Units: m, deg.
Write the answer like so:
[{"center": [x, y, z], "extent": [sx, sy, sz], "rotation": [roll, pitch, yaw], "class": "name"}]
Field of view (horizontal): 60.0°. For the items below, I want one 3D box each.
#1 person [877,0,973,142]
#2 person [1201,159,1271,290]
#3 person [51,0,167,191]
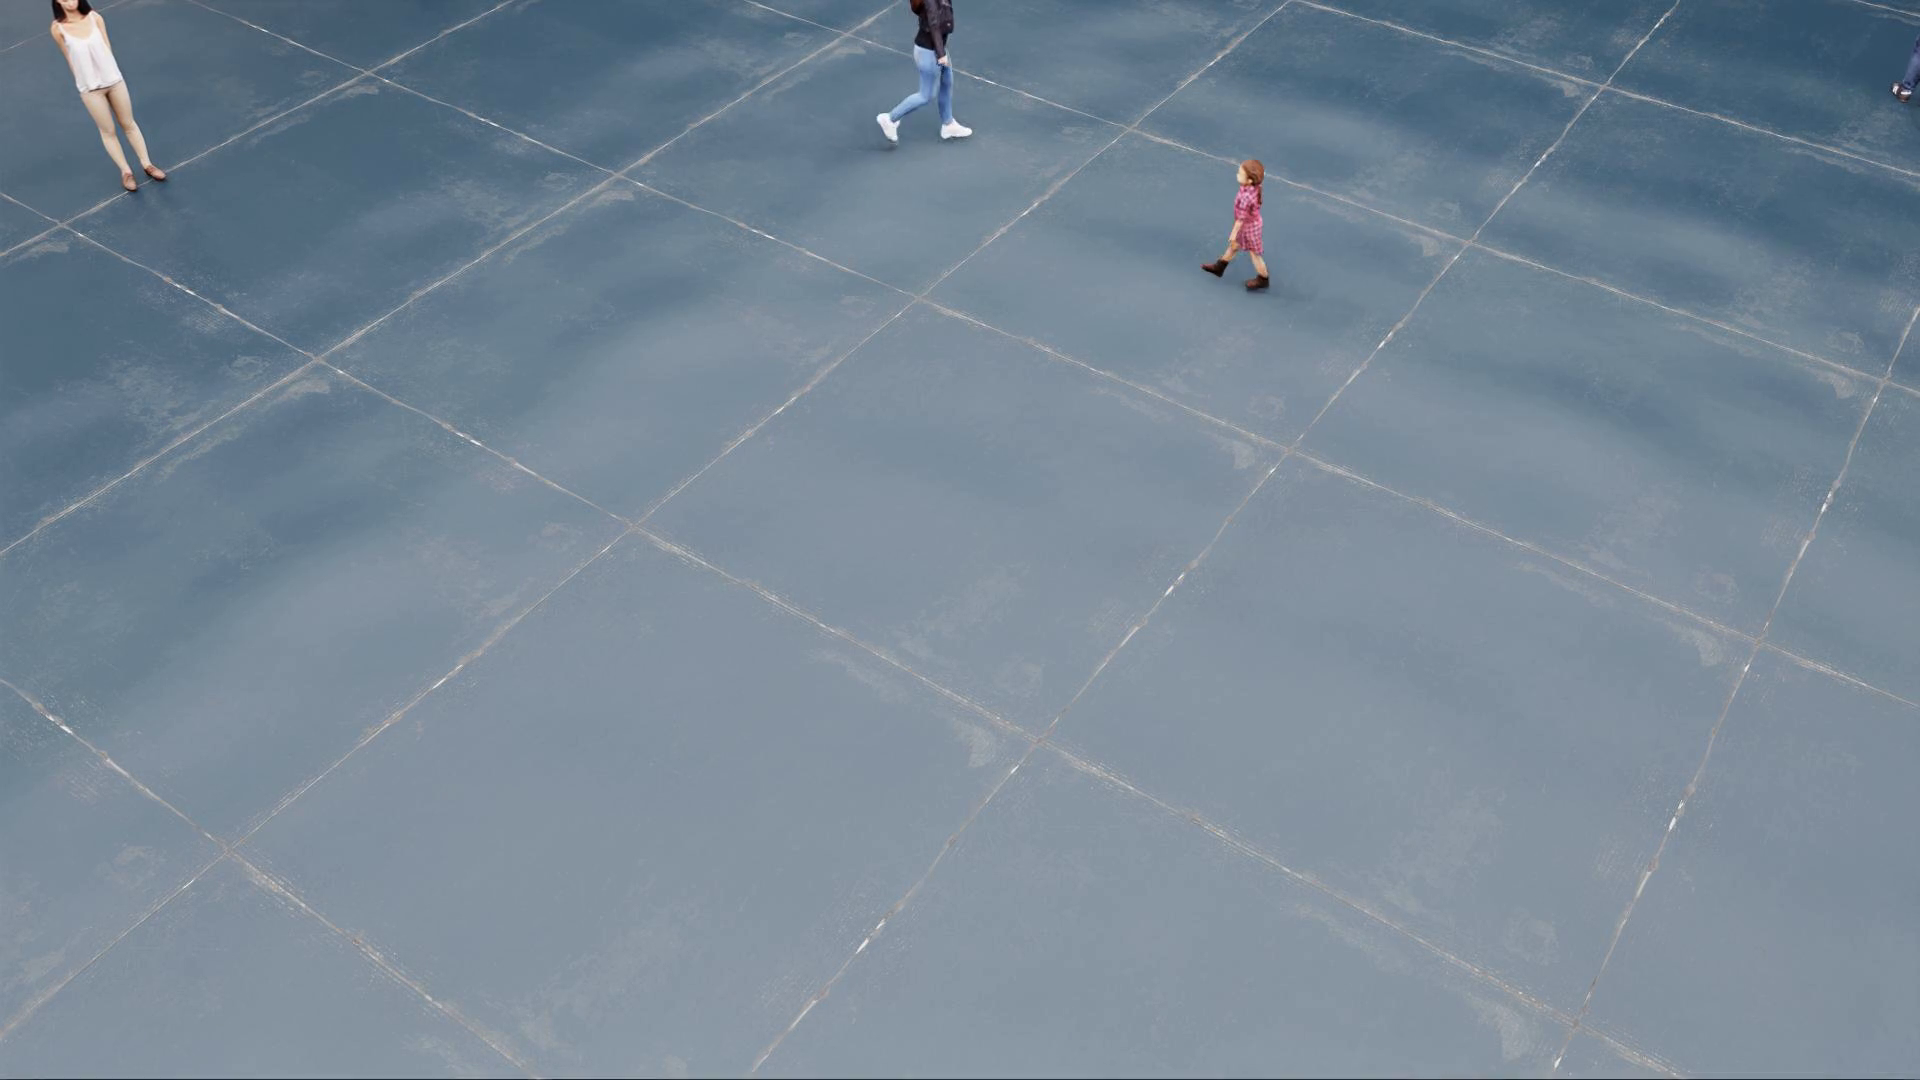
[{"center": [-0.290, -3.869, 13.180], "extent": [1.109, 1.612, 1.002], "rotation": [-3, 43, -4], "class": "person"}, {"center": [2.102, -2.230, 11.873], "extent": [0.786, 0.999, 0.542], "rotation": [14, 45, 15], "class": "person"}, {"center": [-6.619, -3.522, 12.778], "extent": [0.572, 1.654, 0.643], "rotation": [26, 49, 25], "class": "person"}]
